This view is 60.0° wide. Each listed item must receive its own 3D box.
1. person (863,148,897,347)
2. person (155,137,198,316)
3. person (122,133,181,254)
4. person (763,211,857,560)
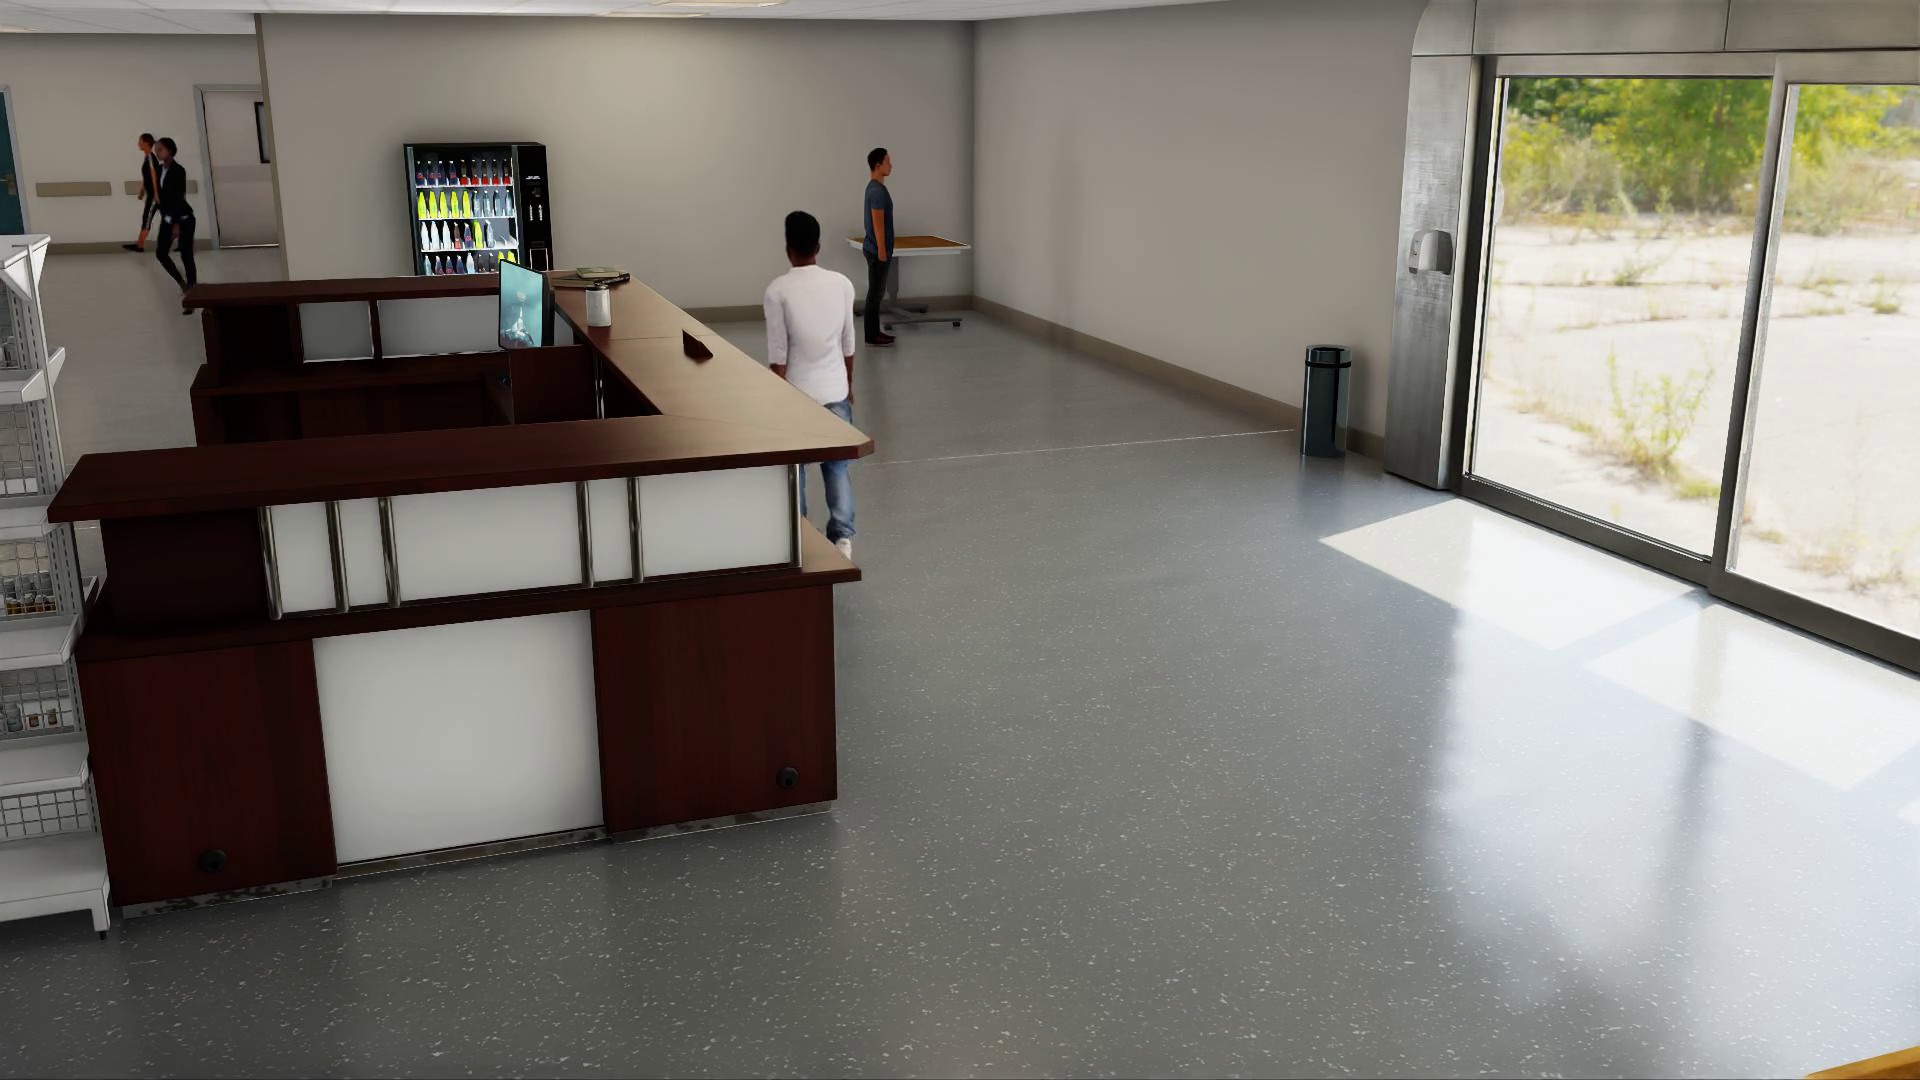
[{"bbox_3d":[-0.775,-2.725,15.483,0.631,1.808,0.690,-1,16,-3],"label":"person"},{"bbox_3d":[-8.116,-3.280,17.421,0.747,1.826,0.807,7,17,22],"label":"person"},{"bbox_3d":[-11.090,-4.787,23.138,1.094,1.623,0.603,-6,17,-20],"label":"person"},{"bbox_3d":[-0.723,-0.736,8.489,1.127,1.777,0.789,-4,16,-13],"label":"person"}]
